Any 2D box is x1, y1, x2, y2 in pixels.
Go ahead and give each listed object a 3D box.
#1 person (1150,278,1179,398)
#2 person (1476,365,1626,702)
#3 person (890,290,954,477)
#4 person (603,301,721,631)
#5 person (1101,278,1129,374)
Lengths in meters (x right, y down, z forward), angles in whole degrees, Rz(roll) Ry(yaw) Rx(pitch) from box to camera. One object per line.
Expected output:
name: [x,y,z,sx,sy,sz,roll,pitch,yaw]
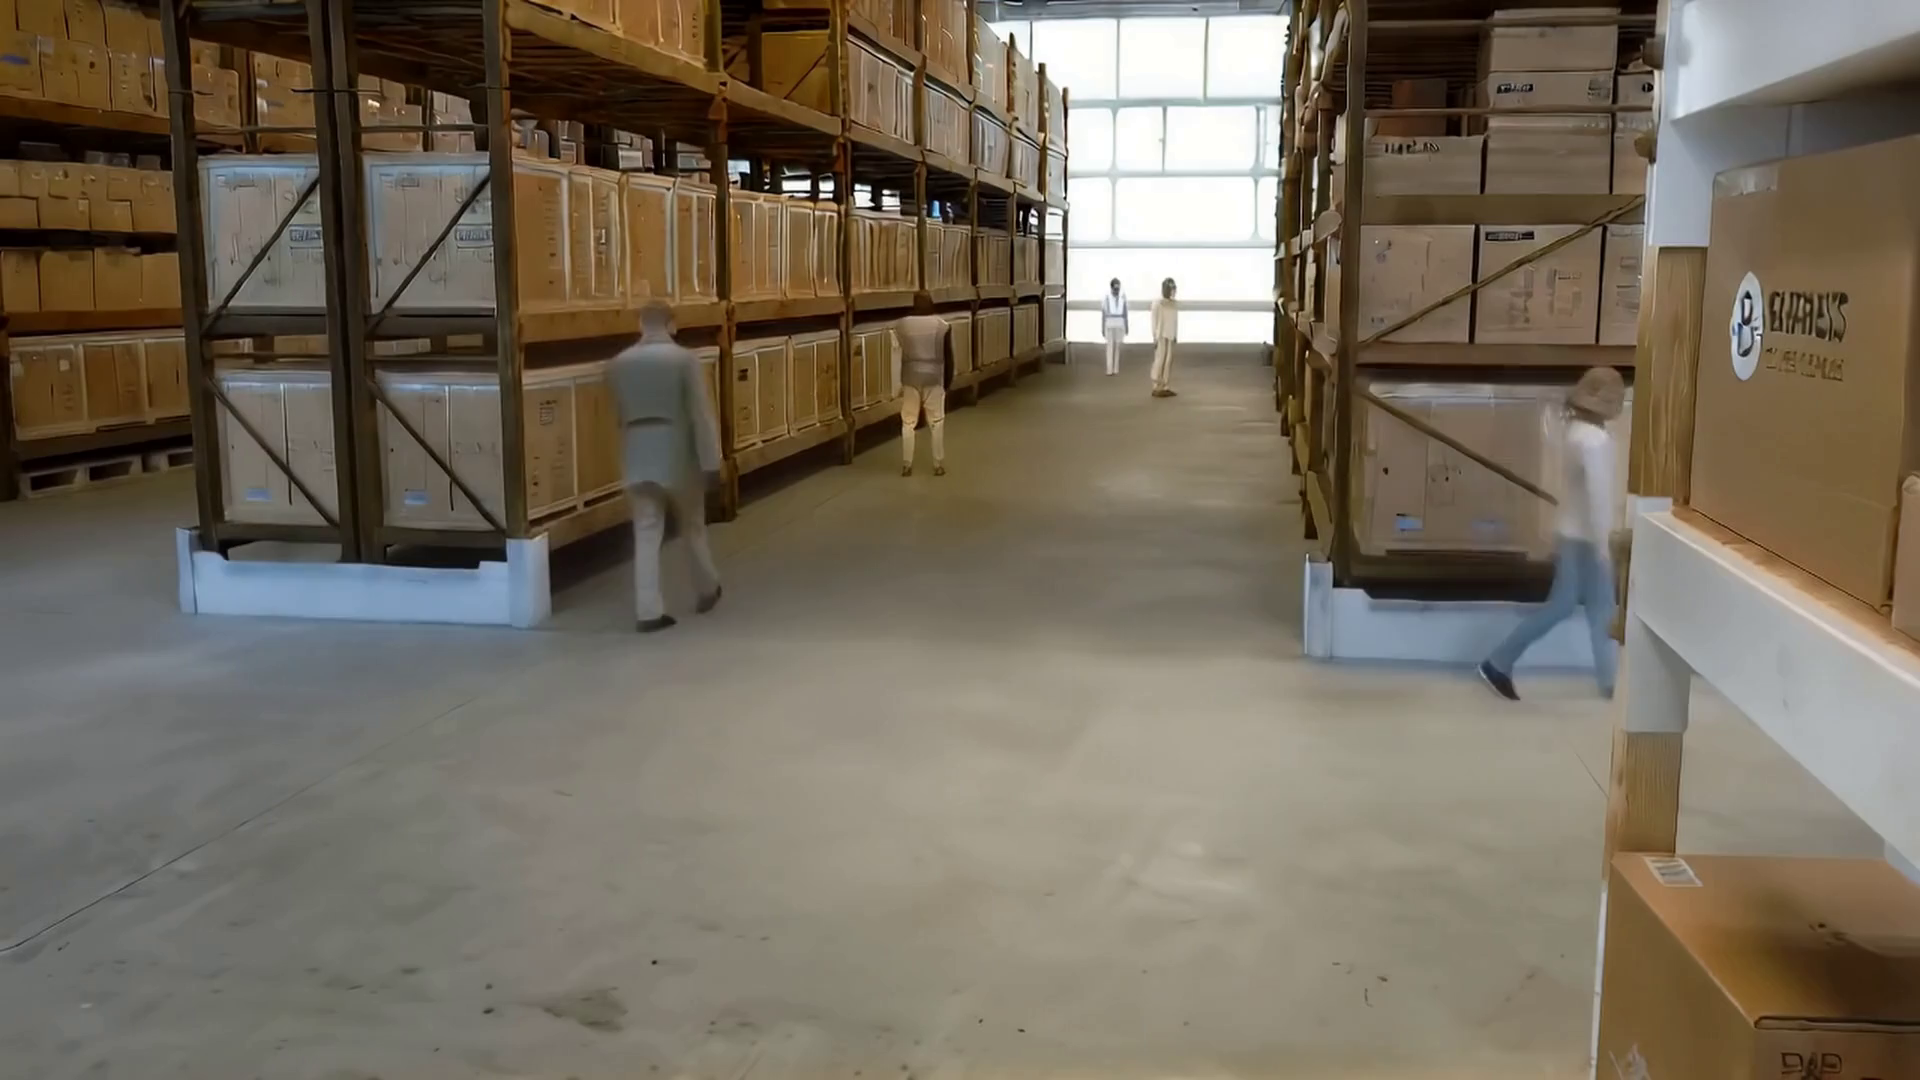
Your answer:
person: [3.317,-3.262,26.883,0.367,1.932,0.636,9,13,43]
person: [2.846,-0.016,7.743,0.808,1.604,0.514,2,9,11]
person: [-0.377,-1.542,16.471,0.633,1.841,0.429,0,9,2]
person: [-1.661,-0.439,9.598,0.720,1.849,0.936,2,9,12]
person: [3.079,-4.224,32.944,0.548,1.899,0.923,0,9,1]
